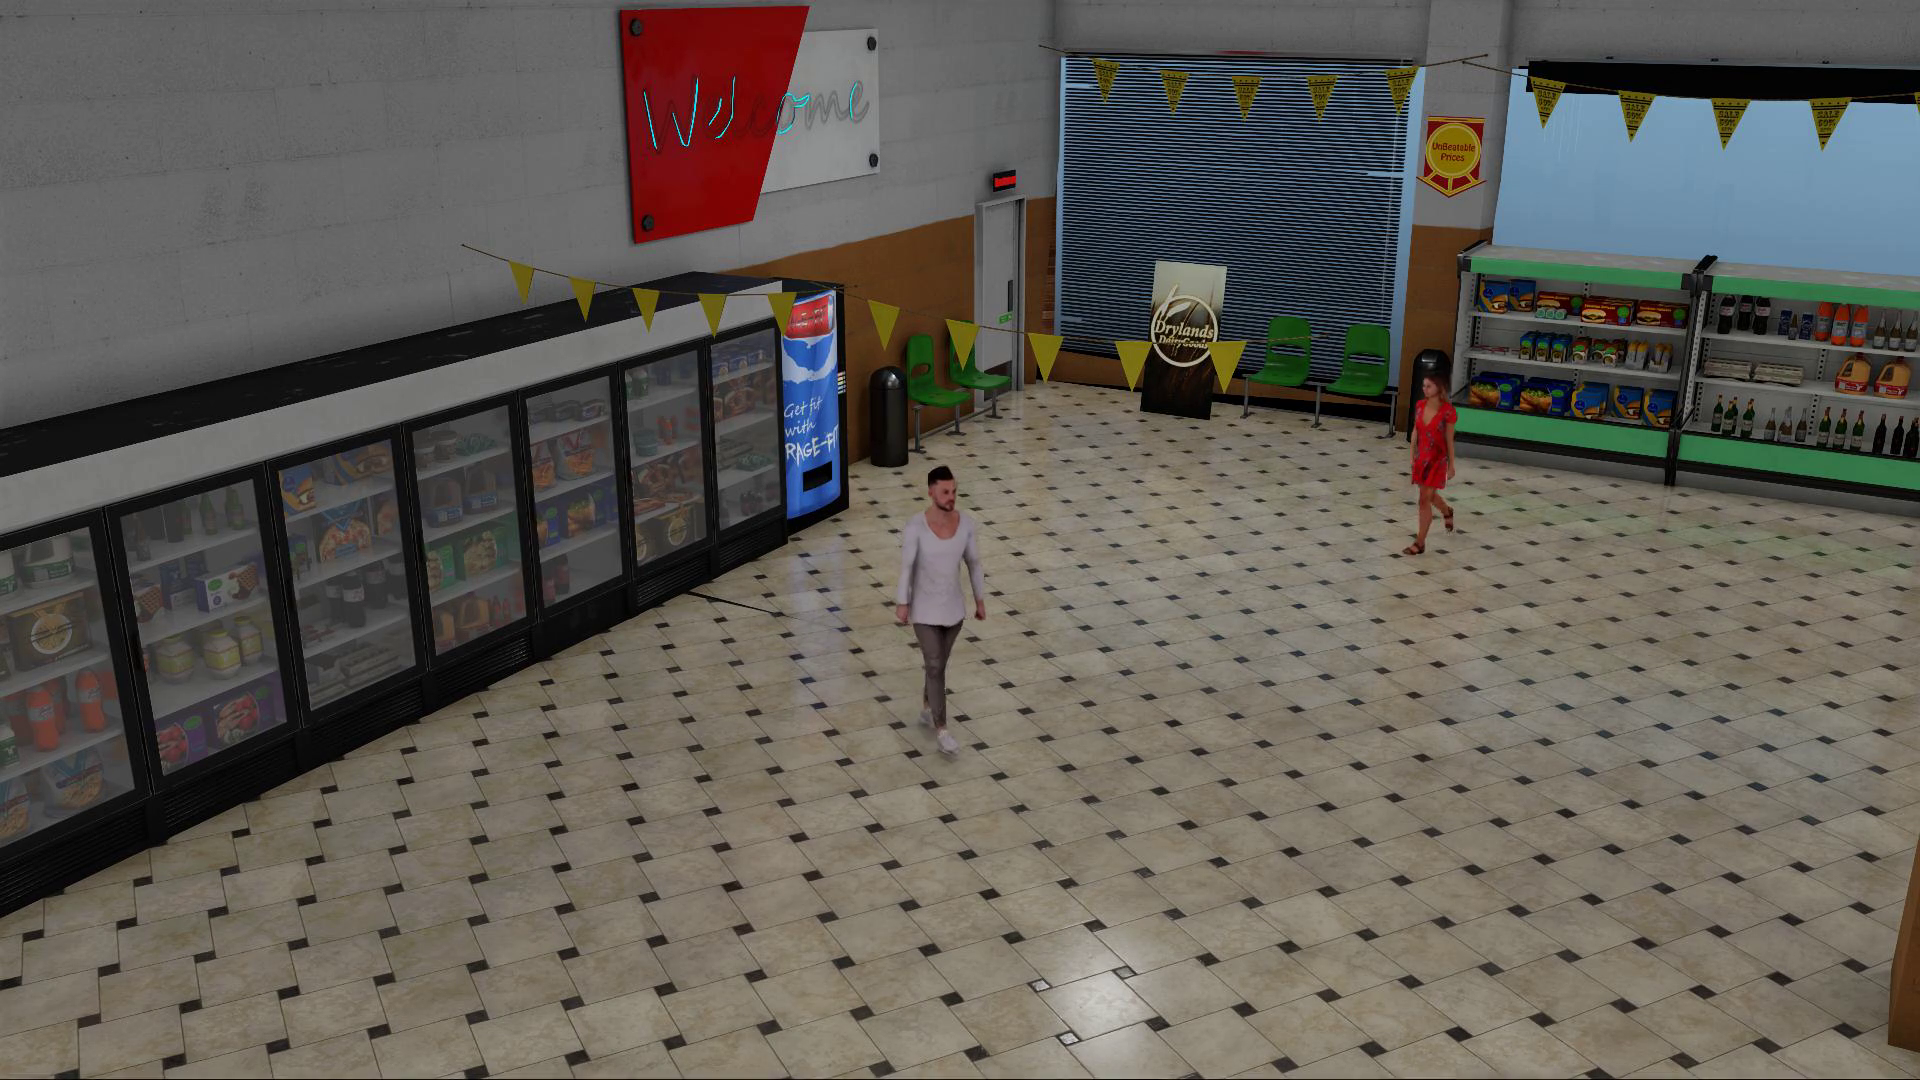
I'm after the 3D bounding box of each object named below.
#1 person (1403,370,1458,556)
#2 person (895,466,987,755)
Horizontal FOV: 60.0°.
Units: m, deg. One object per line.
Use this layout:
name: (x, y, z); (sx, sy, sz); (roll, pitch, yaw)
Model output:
person: (4.066, -0.670, 14.118); (0.914, 1.563, 1.027); (-15, 24, -37)
person: (-0.184, 0.390, 10.582); (0.963, 1.812, 1.075); (-10, 21, -28)
